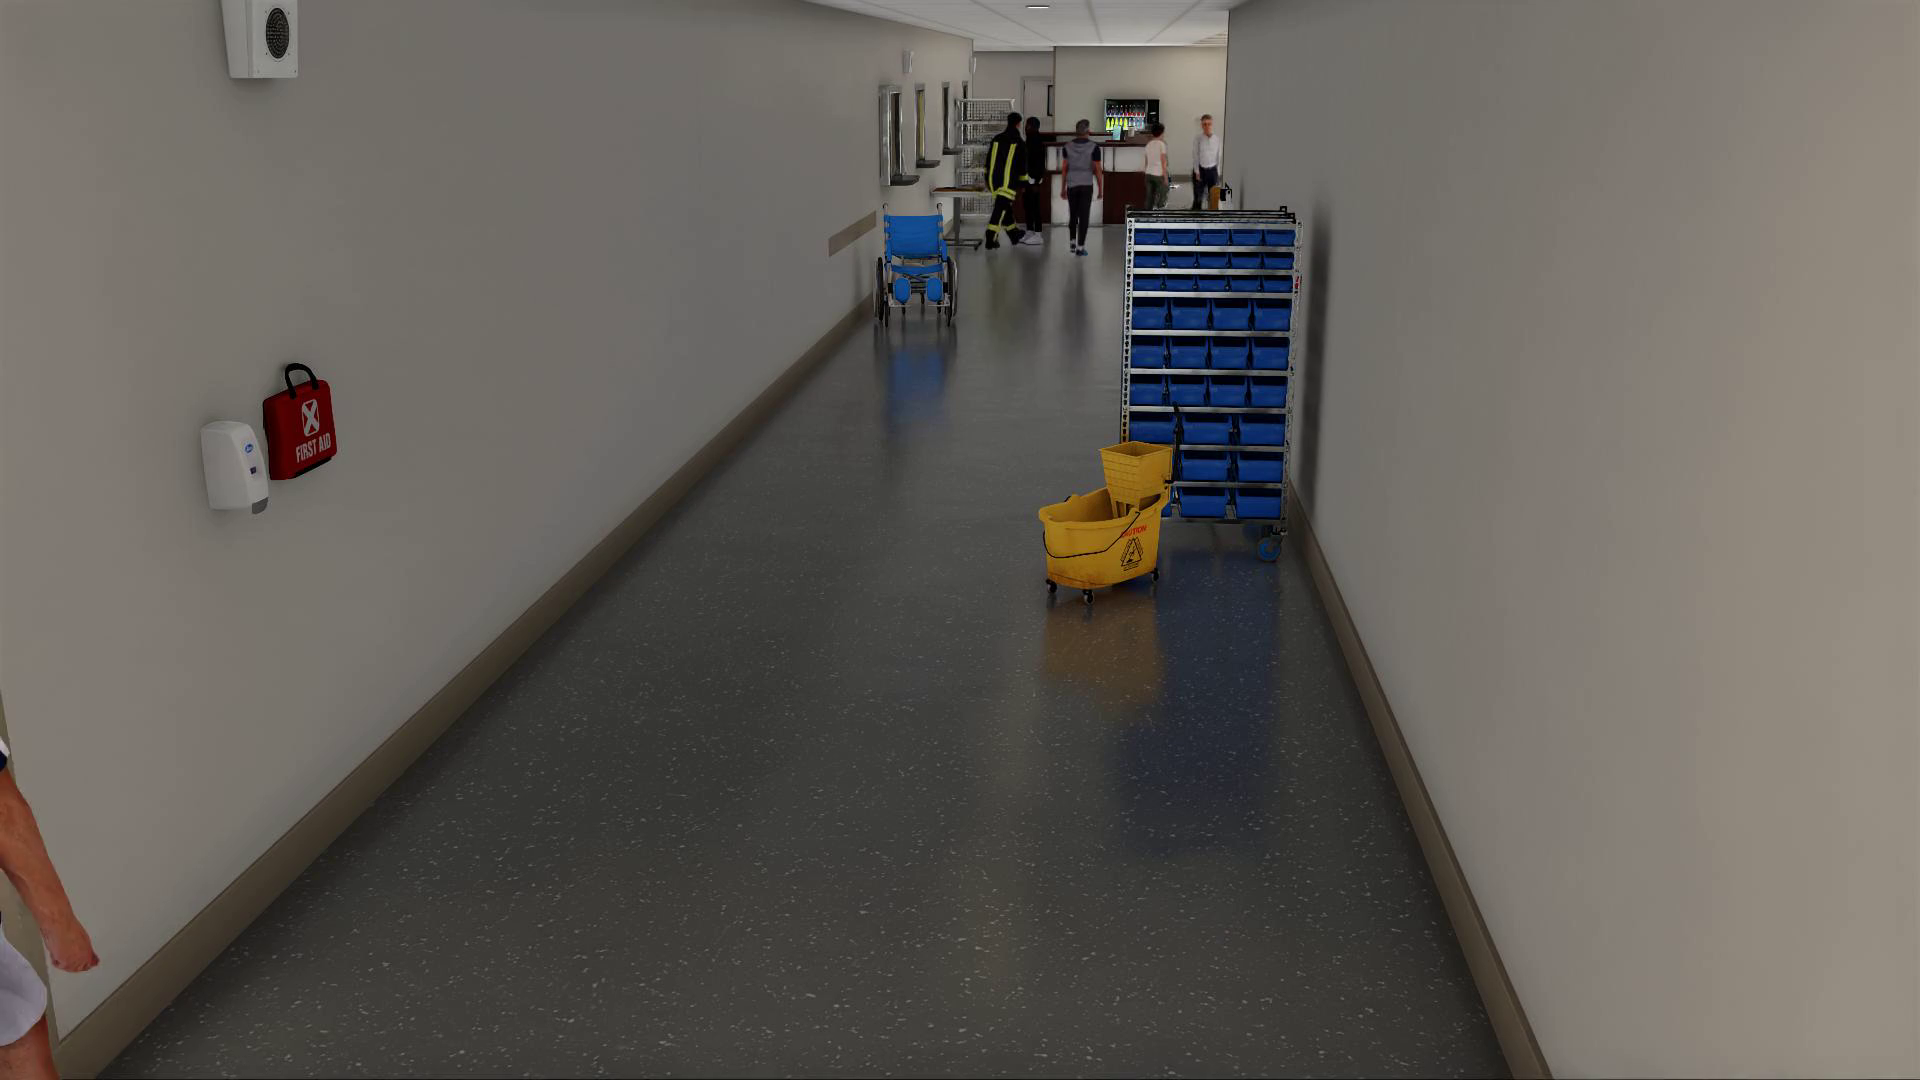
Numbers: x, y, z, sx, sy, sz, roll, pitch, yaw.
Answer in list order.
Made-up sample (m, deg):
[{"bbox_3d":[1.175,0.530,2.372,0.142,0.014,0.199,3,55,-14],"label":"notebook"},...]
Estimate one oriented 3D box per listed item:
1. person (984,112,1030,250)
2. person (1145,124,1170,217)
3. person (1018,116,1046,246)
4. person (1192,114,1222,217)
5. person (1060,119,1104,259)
[{"bbox_3d":[0.568,-4.949,23.145,1.324,1.841,1.288,12,20,36],"label":"person"},{"bbox_3d":[3.047,-5.710,26.207,0.747,1.645,0.820,12,20,36],"label":"person"},{"bbox_3d":[1.046,-5.226,24.169,0.752,1.818,0.760,-7,17,-23],"label":"person"},{"bbox_3d":[3.783,-5.686,25.901,1.134,1.763,0.860,-2,16,-8],"label":"person"},{"bbox_3d":[1.582,-4.704,22.330,0.720,1.811,0.859,7,17,22],"label":"person"}]
